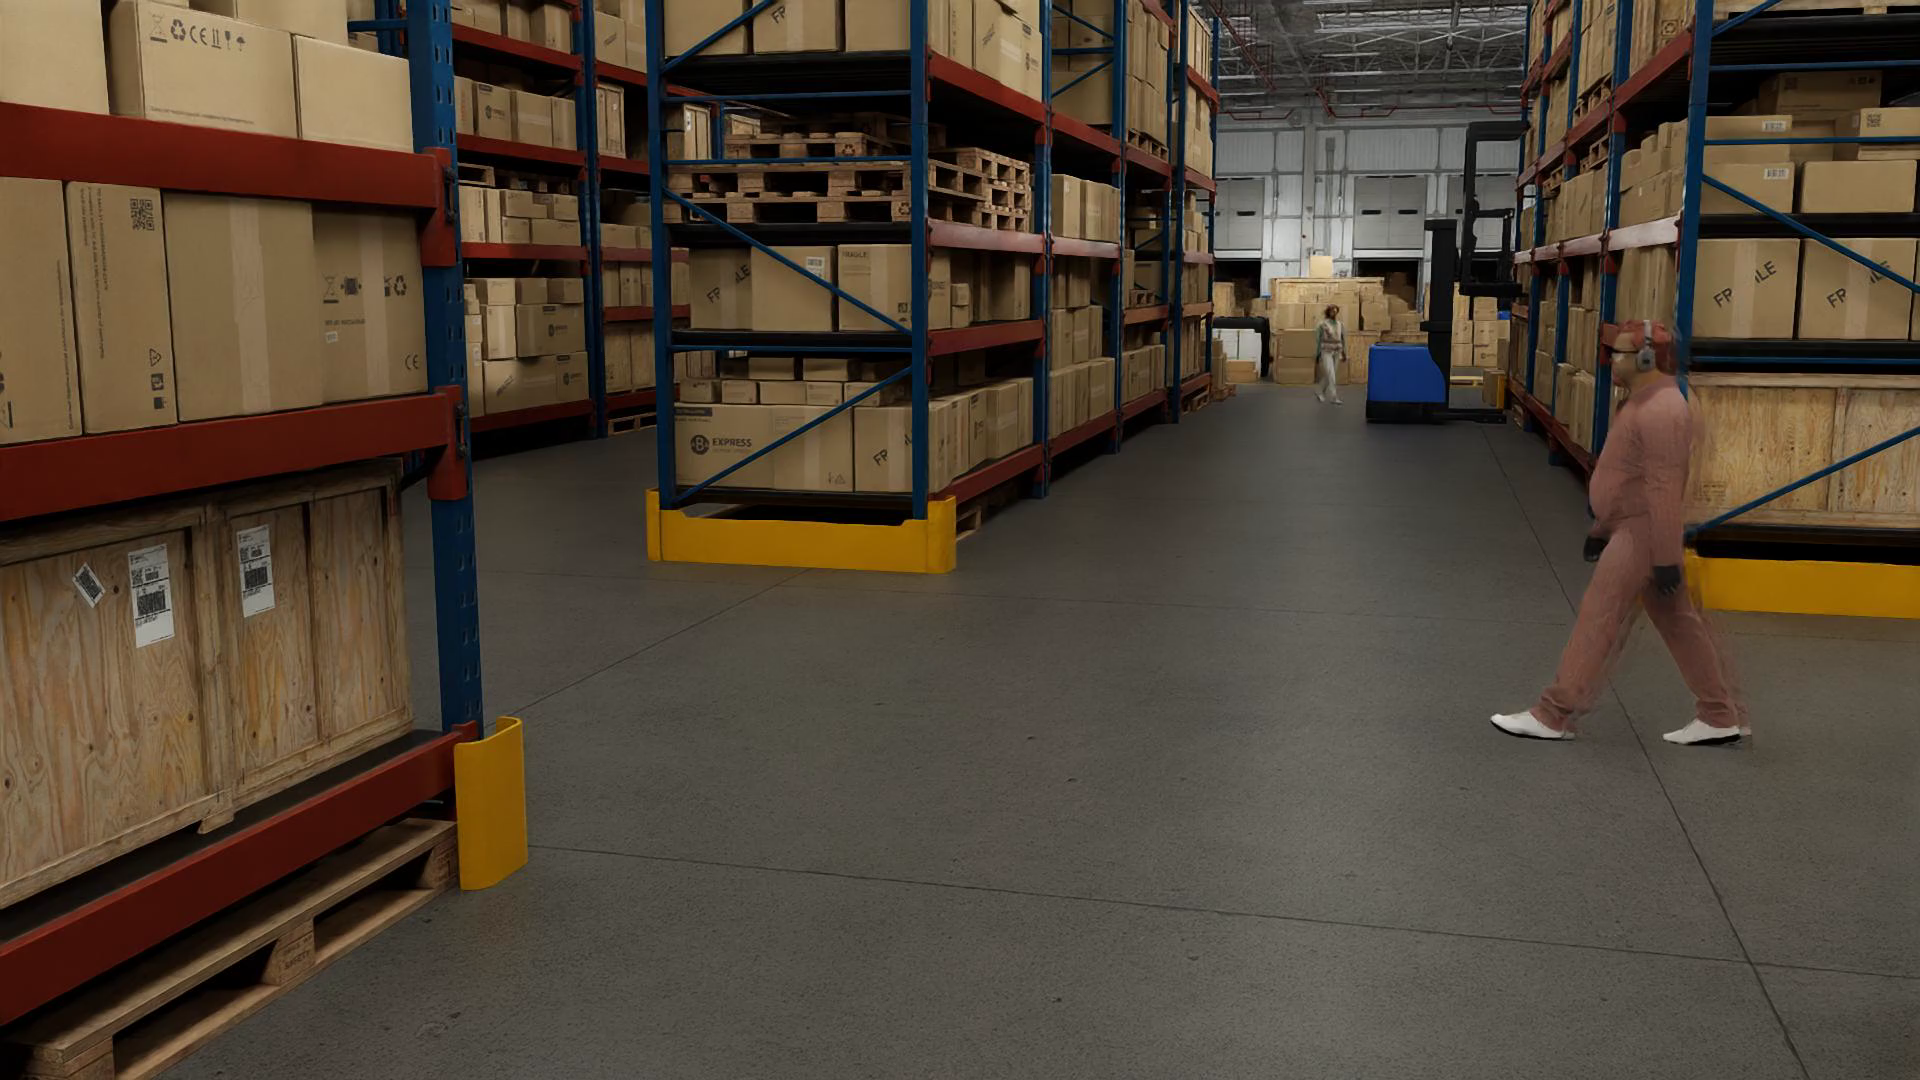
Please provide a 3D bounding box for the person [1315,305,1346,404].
[{"bbox_3d":[6.004,-3.024,27.015,0.523,1.606,0.808,-4,10,-24],"label":"person"}]

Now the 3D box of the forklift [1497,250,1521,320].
[{"bbox_3d":[16.010,-6.928,47.789,1.129,2.768,1.873,2,9,15],"label":"forklift"}]

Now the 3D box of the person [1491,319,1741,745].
[{"bbox_3d":[2.912,-0.018,7.164,1.019,1.853,0.652,4,10,21],"label":"person"}]

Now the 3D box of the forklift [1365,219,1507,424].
[{"bbox_3d":[6.688,-3.063,23.230,1.873,2.768,1.129,2,9,15],"label":"forklift"}]

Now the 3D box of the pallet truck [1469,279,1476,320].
[{"bbox_3d":[18.896,-8.459,60.307,1.885,1.965,0.823,5,10,31],"label":"pallet truck"}]

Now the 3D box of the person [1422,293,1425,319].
[{"bbox_3d":[14.262,-6.818,50.114,0.641,1.932,0.374,3,9,16],"label":"person"}]
